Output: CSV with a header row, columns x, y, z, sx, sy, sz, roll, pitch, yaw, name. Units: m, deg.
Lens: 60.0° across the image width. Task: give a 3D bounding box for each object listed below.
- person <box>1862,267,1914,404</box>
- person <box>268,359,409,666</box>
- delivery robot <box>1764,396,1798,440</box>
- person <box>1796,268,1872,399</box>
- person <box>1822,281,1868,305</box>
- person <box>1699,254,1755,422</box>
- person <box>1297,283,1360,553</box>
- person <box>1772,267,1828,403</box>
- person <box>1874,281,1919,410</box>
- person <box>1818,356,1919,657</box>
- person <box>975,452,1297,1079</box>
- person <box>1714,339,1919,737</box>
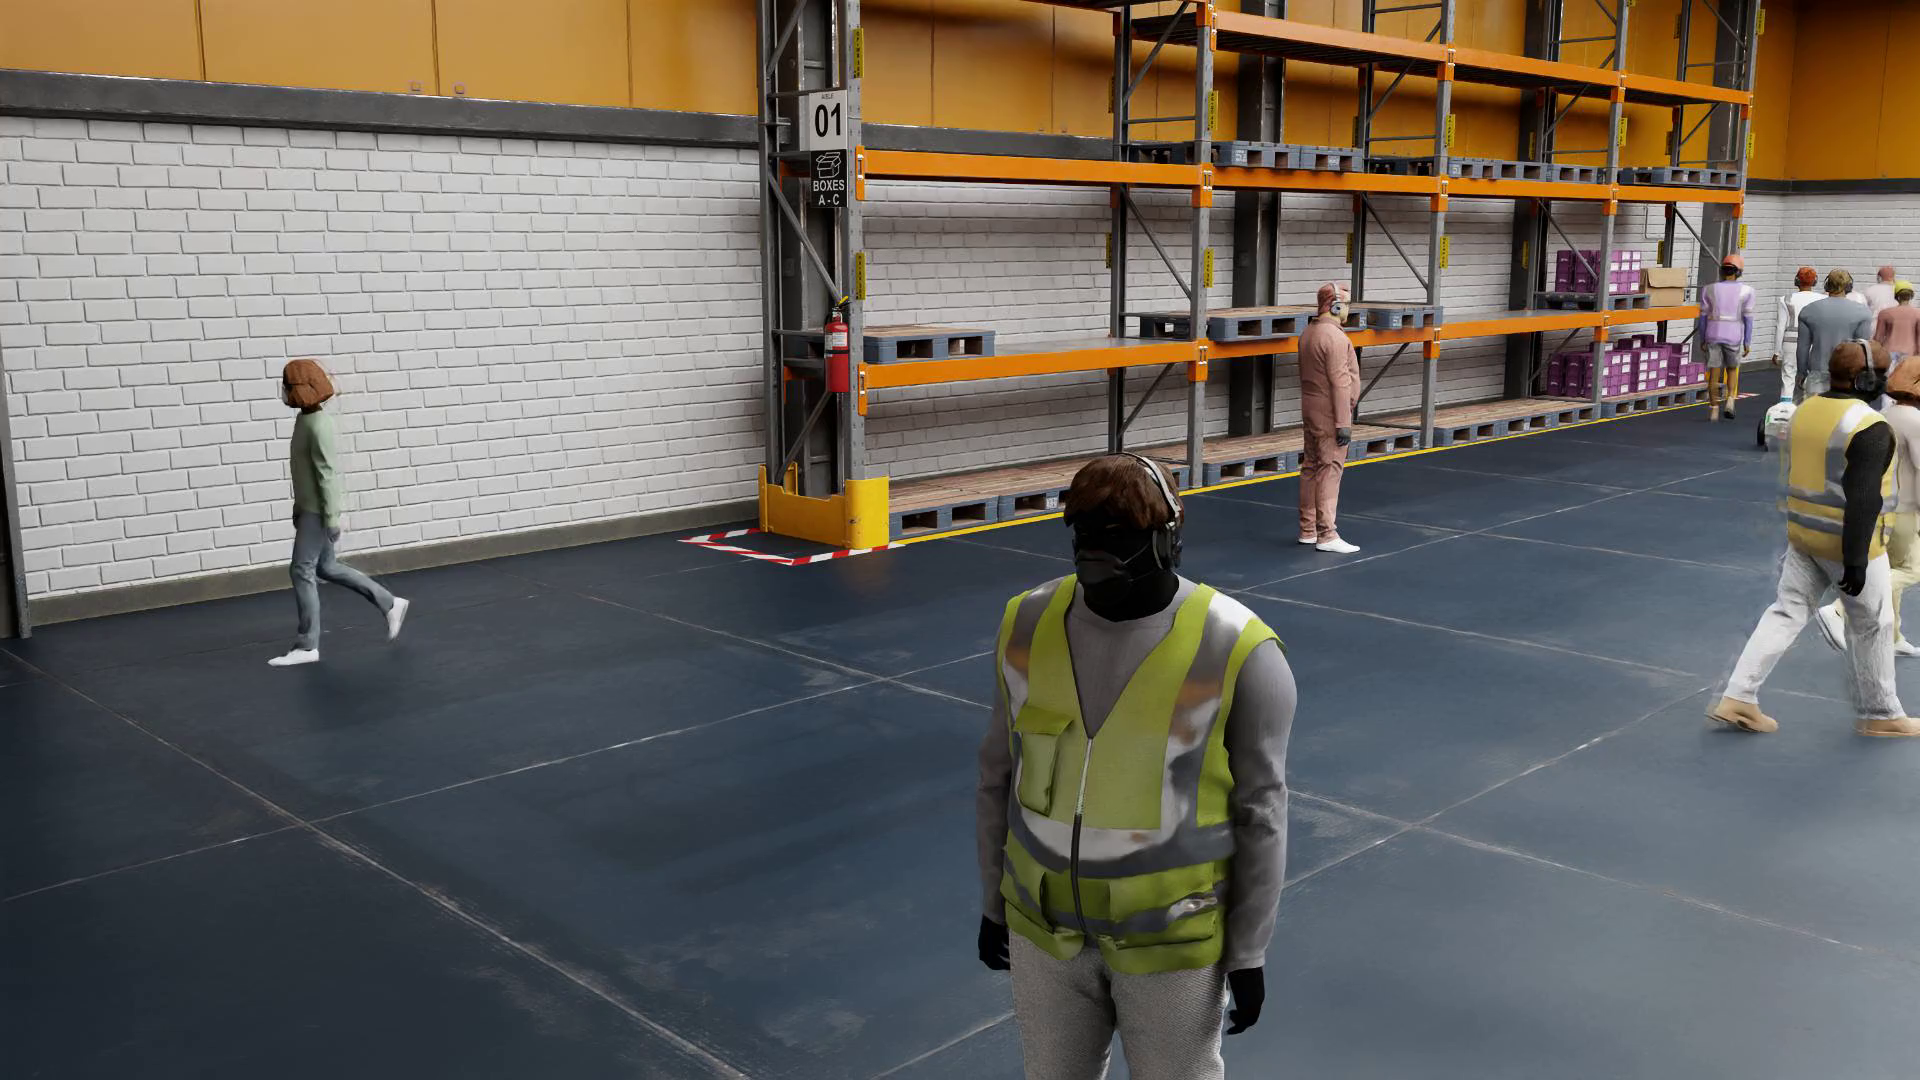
x,y,z,sx,sy,sz,roll,pitch,yaw,name
12.040,-2.634,21.725,0.655,1.818,1.056,3,11,18,person
-3.323,-0.160,8.790,0.674,1.610,0.504,-5,11,-24,person
8.644,-1.264,17.436,0.477,0.478,0.707,5,12,27,delivery robot
8.081,-1.541,15.426,0.632,1.940,0.372,8,13,38,person
11.017,-2.471,20.883,0.633,1.815,0.769,2,11,13,person
9.227,-2.431,20.088,0.604,2.014,0.509,5,11,25,person
2.638,-0.870,11.854,0.411,1.909,0.643,-2,11,-11,person
9.570,-2.158,18.939,0.576,1.884,0.354,2,11,13,person
11.094,-2.201,19.651,0.537,1.705,0.914,6,12,31,person
4.884,-0.164,8.766,0.548,1.616,0.510,1,10,5,person
0.303,0.745,3.226,0.633,1.843,0.429,5,12,27,person
3.872,0.003,7.399,0.938,1.801,0.635,-1,10,-6,person
